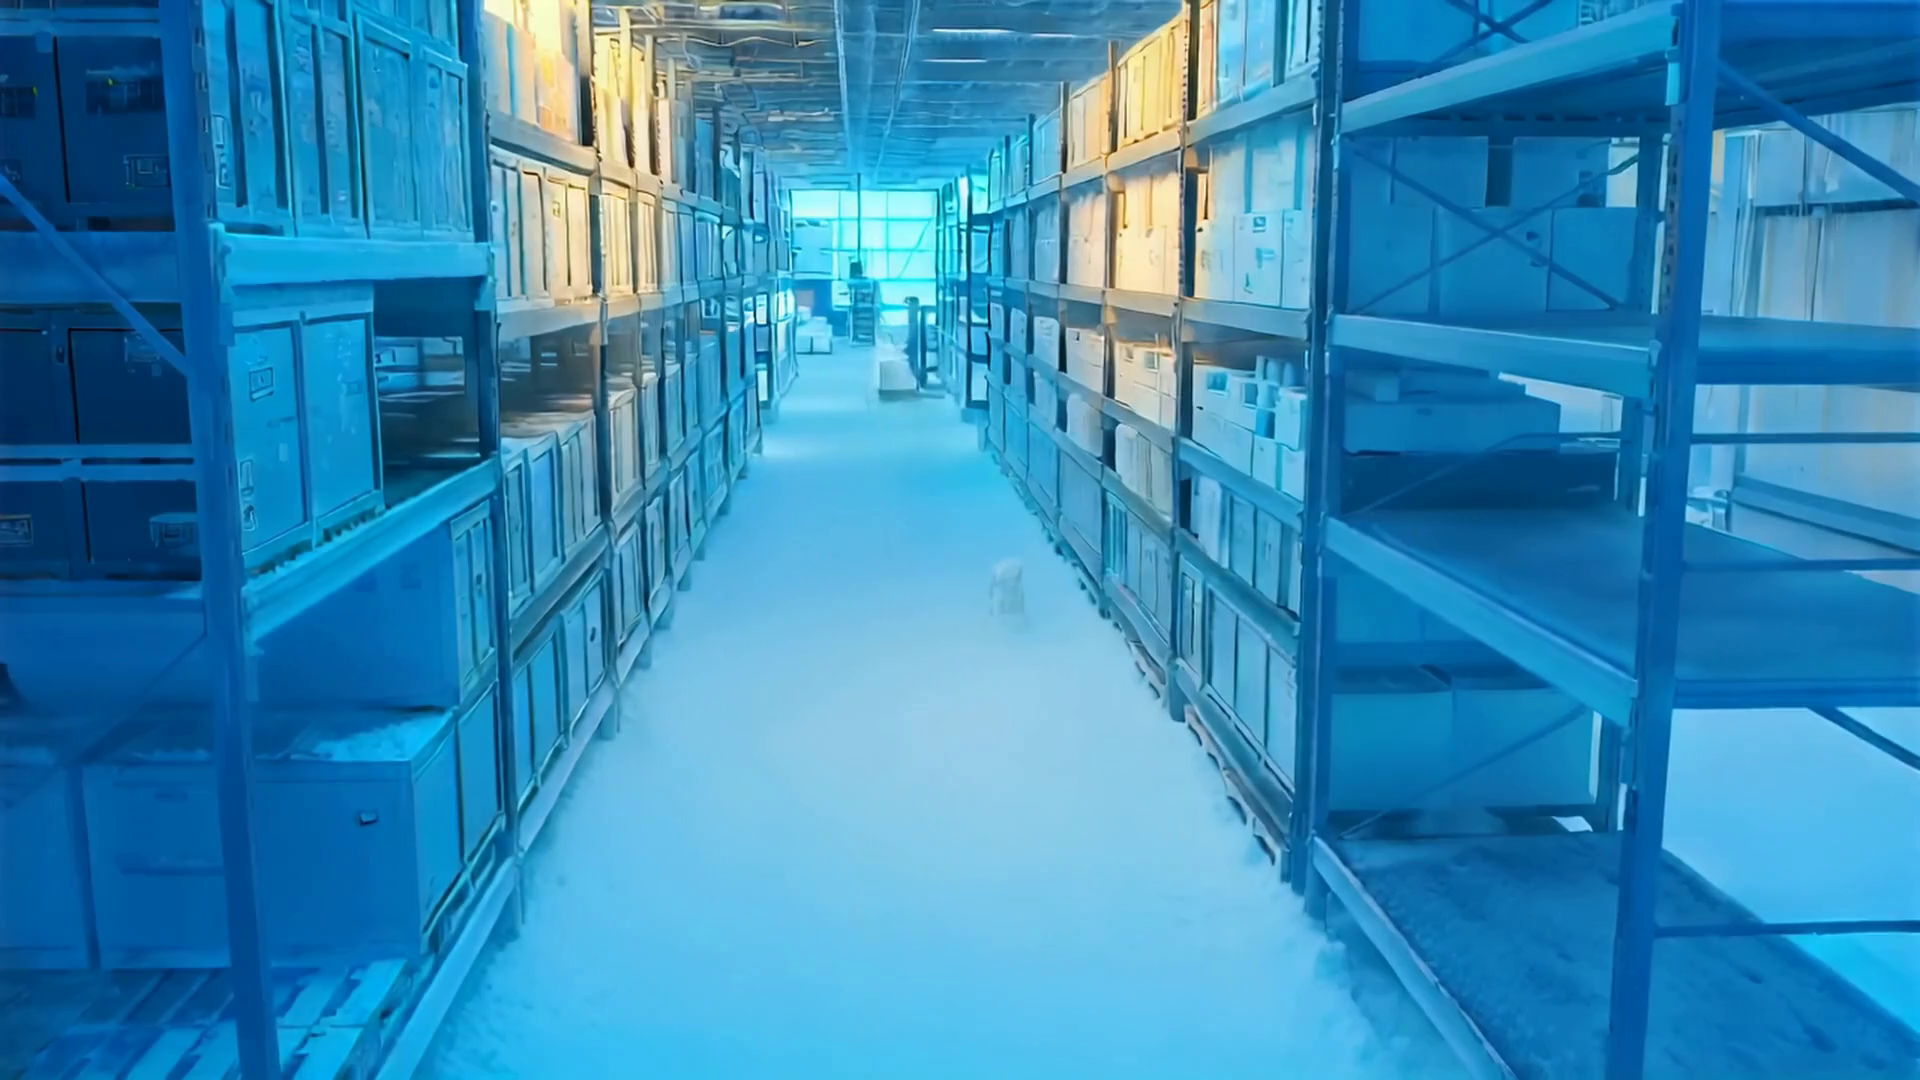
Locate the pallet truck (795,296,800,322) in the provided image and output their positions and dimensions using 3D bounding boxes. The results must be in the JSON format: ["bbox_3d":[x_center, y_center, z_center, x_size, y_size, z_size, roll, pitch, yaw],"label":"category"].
[{"bbox_3d":[-8.622,-12.439,91.403,1.885,1.965,0.823,2,10,13],"label":"pallet truck"}]

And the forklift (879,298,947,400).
[{"bbox_3d":[-1.328,-5.354,46.452,1.873,2.768,1.129,-1,10,-3],"label":"forklift"}]
